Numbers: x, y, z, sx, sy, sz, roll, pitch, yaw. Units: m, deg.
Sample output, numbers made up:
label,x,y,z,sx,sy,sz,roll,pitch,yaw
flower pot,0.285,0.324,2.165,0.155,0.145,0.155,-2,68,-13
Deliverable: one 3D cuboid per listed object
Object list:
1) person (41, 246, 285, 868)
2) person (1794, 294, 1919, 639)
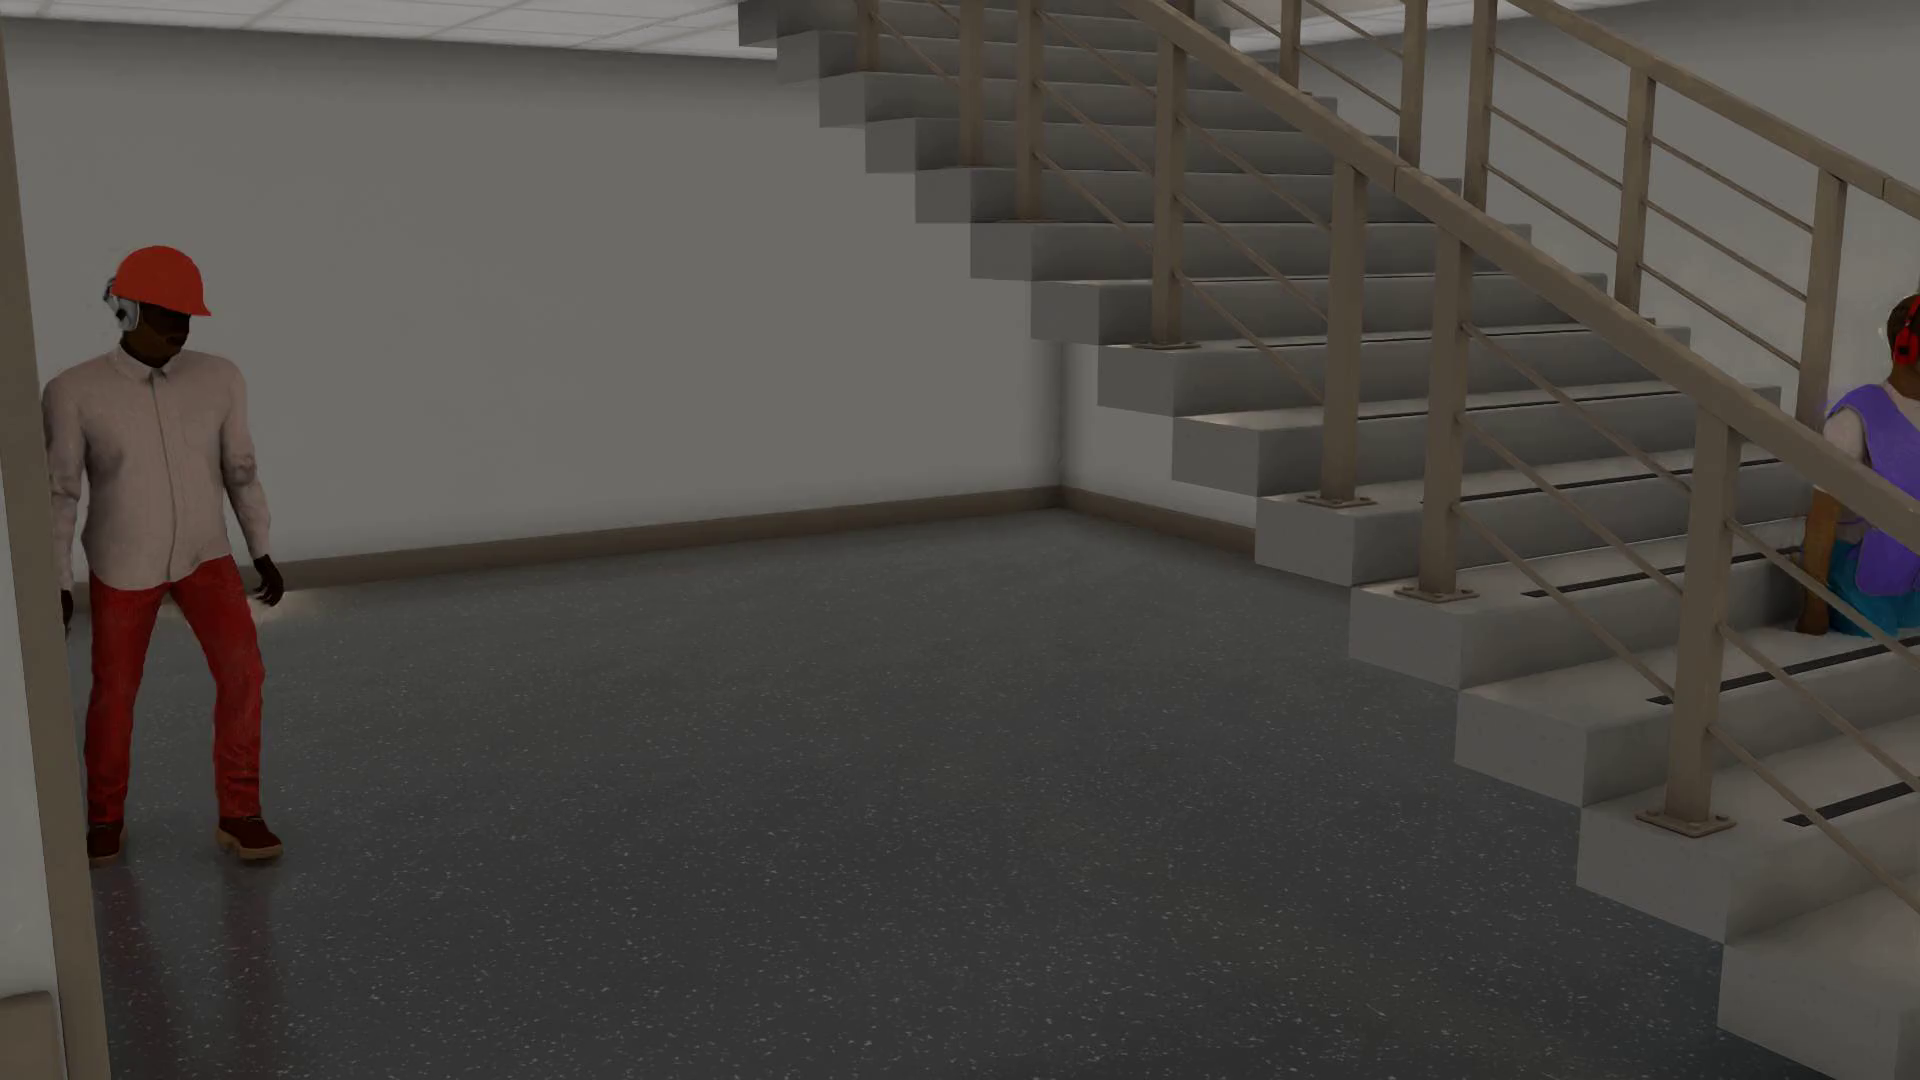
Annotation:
label,x,y,z,sx,sy,sz,roll,pitch,yaw
person,-2.483,0.072,5.194,0.773,1.943,0.718,10,15,43
person,2.756,0.164,5.050,0.571,1.833,0.446,-7,13,-33
